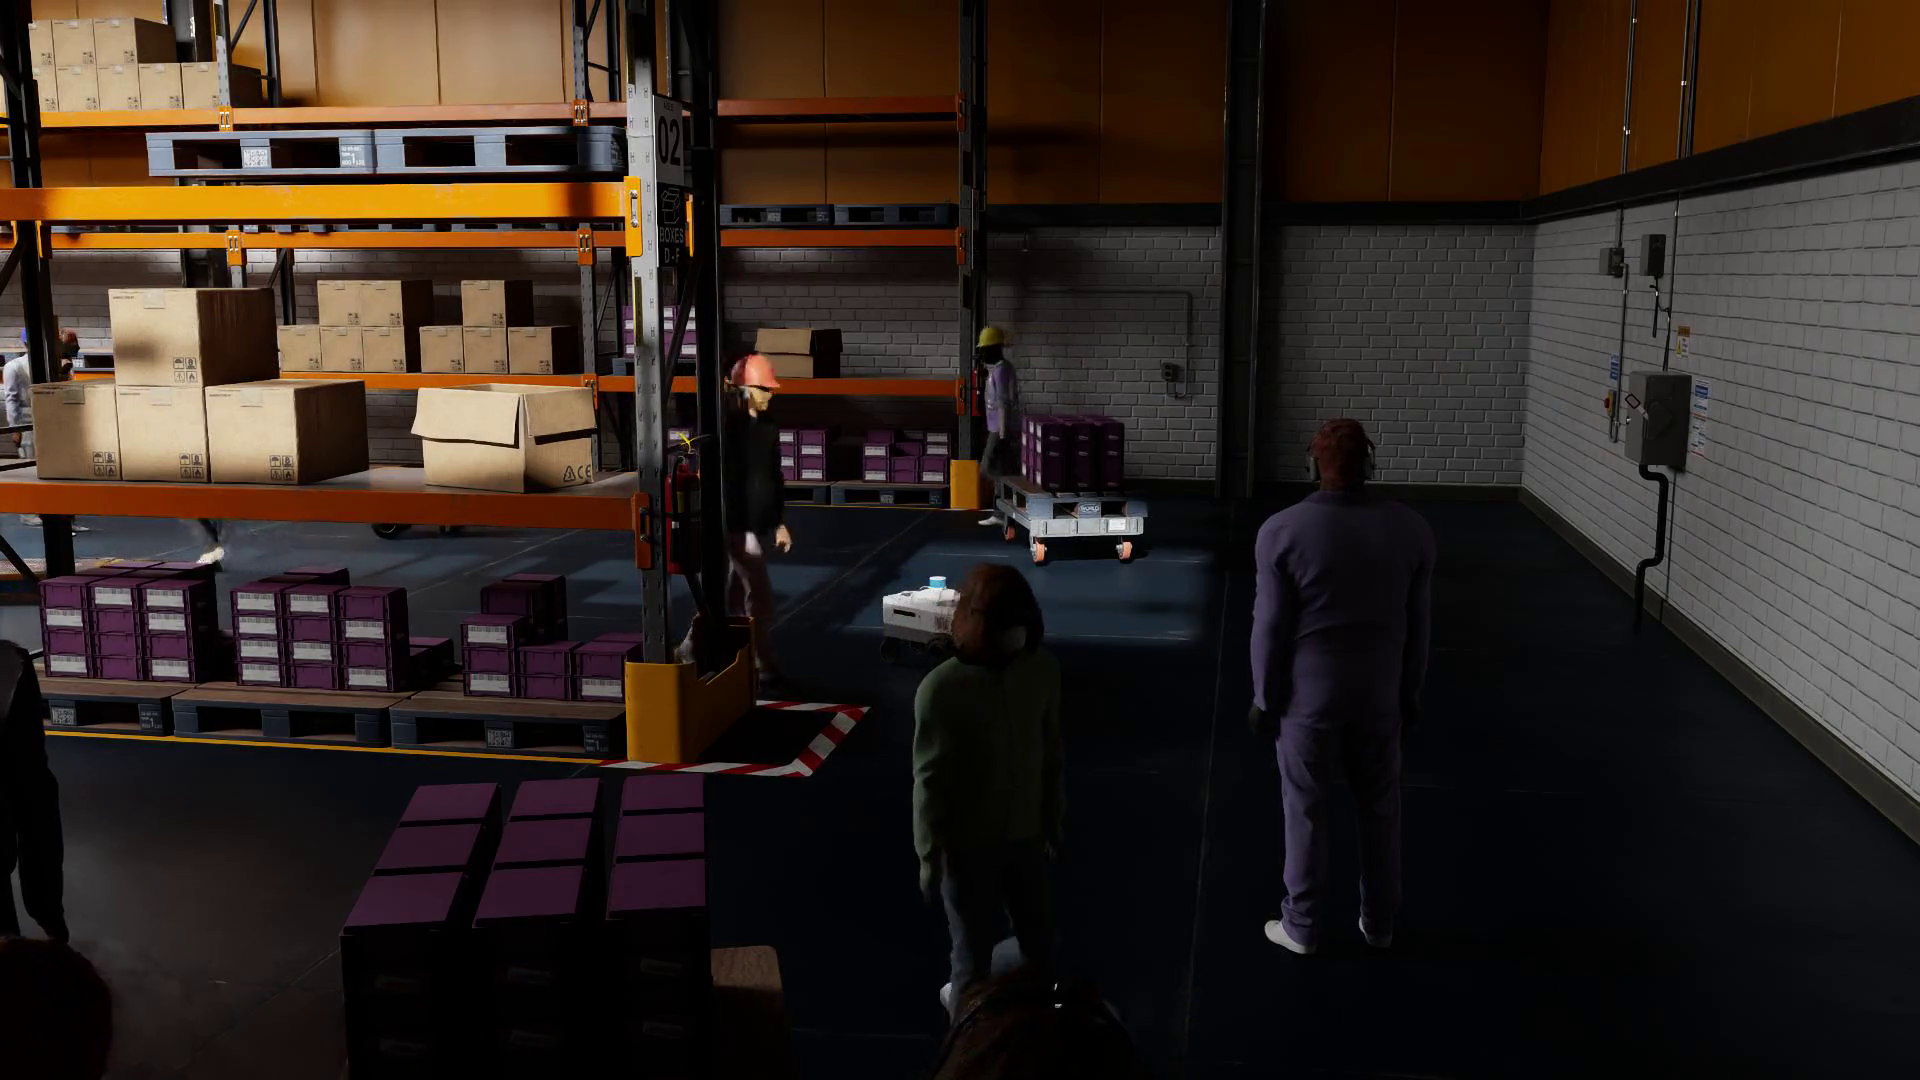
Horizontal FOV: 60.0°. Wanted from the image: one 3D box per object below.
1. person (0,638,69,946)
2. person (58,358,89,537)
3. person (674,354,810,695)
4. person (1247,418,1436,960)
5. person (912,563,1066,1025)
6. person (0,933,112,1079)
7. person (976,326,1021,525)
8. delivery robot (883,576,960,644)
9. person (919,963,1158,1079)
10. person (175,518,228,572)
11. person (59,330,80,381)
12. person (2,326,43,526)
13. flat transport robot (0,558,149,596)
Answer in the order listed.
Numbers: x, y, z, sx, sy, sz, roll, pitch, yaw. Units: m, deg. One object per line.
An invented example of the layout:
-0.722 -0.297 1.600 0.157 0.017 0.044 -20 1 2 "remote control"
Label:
-2.365 0.850 3.787 0.593 1.921 0.391 -3 10 -20 "person"
-8.230 -0.852 15.214 0.310 1.640 0.515 -1 9 -5 "person"
-1.312 -0.096 9.600 0.903 1.958 0.612 3 10 21 "person"
1.318 0.524 5.860 0.642 1.905 0.399 -1 9 -7 "person"
0.053 0.849 4.712 0.517 1.622 0.431 -6 11 -35 "person"
-0.683 1.251 1.507 0.677 1.863 0.588 1 9 8 "person"
0.385 -1.060 15.680 0.491 1.905 0.585 1 9 8 "person"
-0.136 0.465 10.107 0.707 0.478 0.477 8 12 41 "delivery robot"
0.060 1.247 1.649 0.630 1.810 0.799 0 9 3 "person"
-6.116 -0.629 13.225 0.409 1.830 0.550 -3 10 -18 "person"
-9.011 -1.209 16.843 1.009 1.828 0.582 -5 10 -29 "person"
-8.773 -1.097 15.845 0.453 1.933 0.613 4 10 25 "person"
-6.880 0.284 12.394 1.431 0.197 0.652 -1 9 -5 "flat transport robot"
